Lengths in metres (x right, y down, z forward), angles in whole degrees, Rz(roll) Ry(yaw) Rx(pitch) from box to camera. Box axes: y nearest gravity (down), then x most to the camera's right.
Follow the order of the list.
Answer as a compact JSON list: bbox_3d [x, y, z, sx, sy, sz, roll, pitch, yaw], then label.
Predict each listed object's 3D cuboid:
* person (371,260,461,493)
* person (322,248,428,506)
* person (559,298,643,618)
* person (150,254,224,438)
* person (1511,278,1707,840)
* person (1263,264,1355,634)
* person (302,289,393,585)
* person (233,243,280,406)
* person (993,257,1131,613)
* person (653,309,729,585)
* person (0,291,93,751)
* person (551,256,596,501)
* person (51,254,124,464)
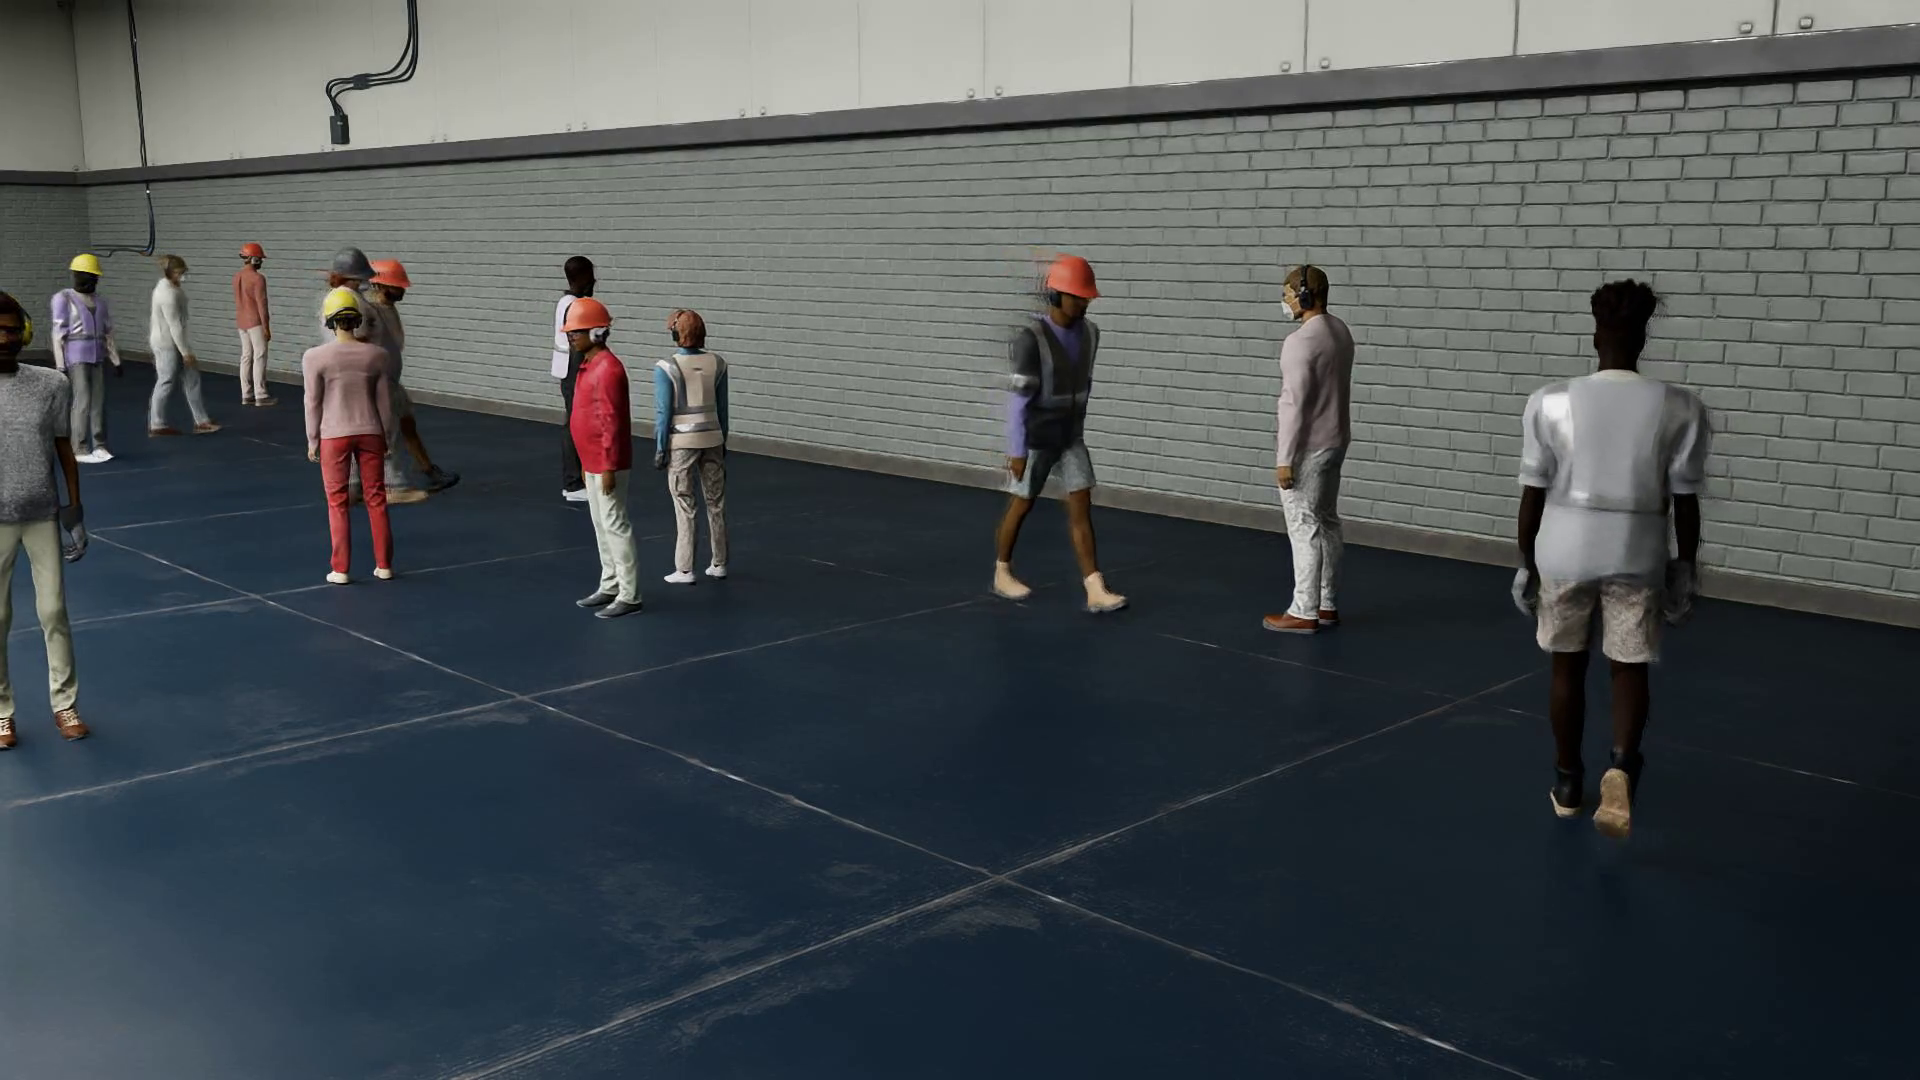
[{"bbox_3d":[-4.473,-1.258,13.171,0.966,1.875,0.602,0,10,1],"label":"person"},{"bbox_3d":[-4.539,-1.276,12.802,0.671,2.000,0.793,-9,14,-41],"label":"person"},{"bbox_3d":[-1.988,-0.450,9.121,0.362,1.742,0.558,-5,12,-27],"label":"person"},{"bbox_3d":[-8.009,-1.980,17.094,0.786,1.880,0.705,-2,11,-11],"label":"person"},{"bbox_3d":[2.213,0.078,5.712,0.603,1.937,0.720,4,11,19],"label":"person"},{"bbox_3d":[1.835,-0.465,8.693,0.376,1.930,0.639,8,13,36],"label":"person"},{"bbox_3d":[-3.652,-0.612,9.960,0.518,1.756,0.342,-9,13,-39],"label":"person"},{"bbox_3d":[-8.644,-2.641,20.402,0.619,1.985,0.406,8,13,36],"label":"person"},{"bbox_3d":[0.515,-0.578,9.239,0.631,1.964,1.014,-8,13,-37],"label":"person"},{"bbox_3d":[-1.593,-0.549,9.928,0.513,1.642,0.311,-10,14,-42],"label":"person"},{"bbox_3d":[-3.831,-0.075,6.763,0.503,1.861,0.326,-8,13,-38],"label":"person"},{"bbox_3d":[-3.027,-1.269,13.100,0.371,1.916,0.597,-3,11,-17],"label":"person"},{"bbox_3d":[-8.032,-1.669,15.308,0.413,1.912,0.600,2,11,12],"label":"person"}]
